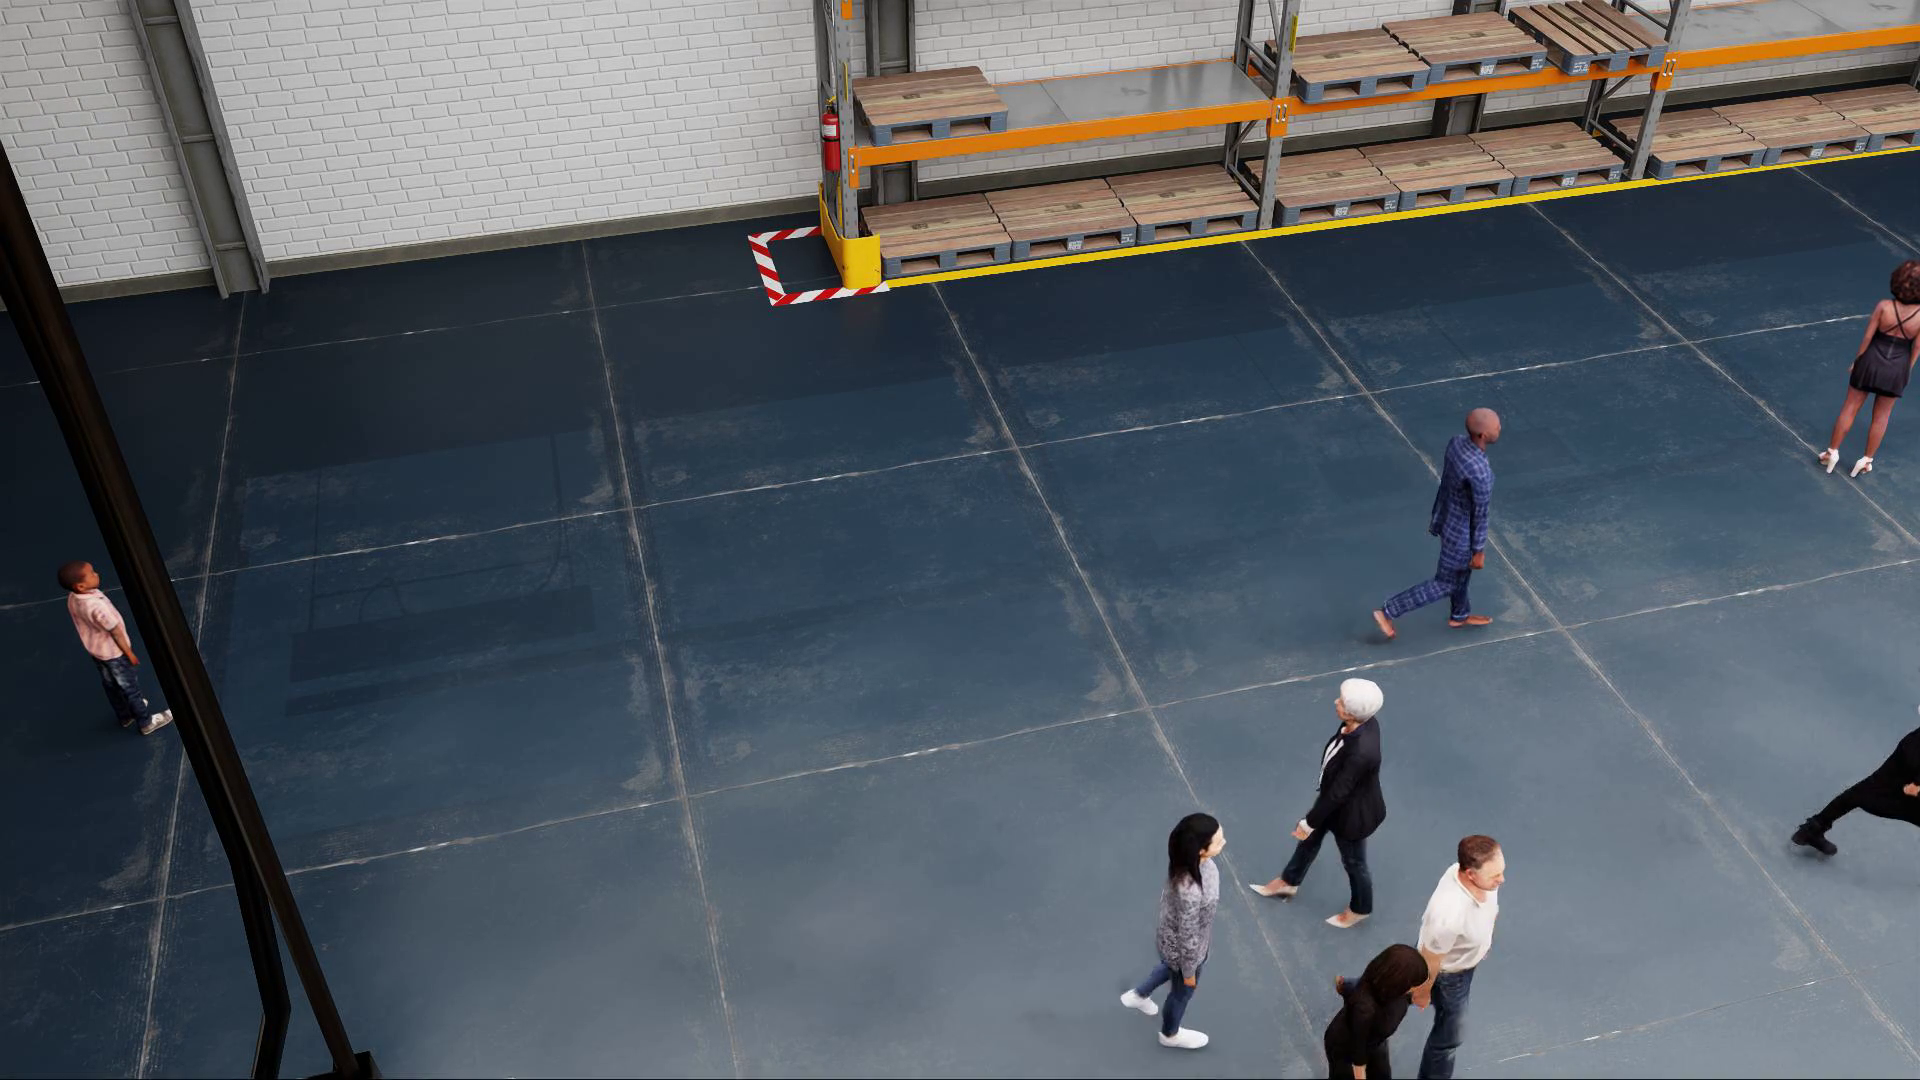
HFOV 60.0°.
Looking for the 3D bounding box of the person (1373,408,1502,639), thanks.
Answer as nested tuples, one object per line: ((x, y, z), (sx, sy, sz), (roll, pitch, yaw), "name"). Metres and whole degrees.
((3.153, -0.059, 10.752), (1.161, 1.792, 0.807), (-3, 39, -4), "person")

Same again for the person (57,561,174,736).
((-5.253, 0.661, 10.238), (0.581, 1.307, 0.642), (20, 43, 23), "person")

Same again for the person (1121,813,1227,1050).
((1.032, 1.954, 8.285), (0.799, 1.725, 0.743), (2, 39, 2), "person")

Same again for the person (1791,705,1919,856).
((5.208, 1.236, 9.187), (1.271, 1.721, 1.088), (13, 40, 16), "person")

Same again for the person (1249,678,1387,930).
((2.166, 1.488, 8.896), (1.020, 1.765, 0.947), (7, 39, 8), "person")

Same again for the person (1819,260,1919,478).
((6.777, -1.244, 12.237), (0.649, 1.789, 0.716), (17, 42, 20), "person")

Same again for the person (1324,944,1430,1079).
((1.804, 2.350, 7.877), (0.795, 1.614, 0.726), (21, 43, 25), "person")

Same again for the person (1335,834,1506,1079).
((2.290, 2.013, 8.128), (1.142, 1.829, 1.159), (27, 46, 30), "person")
